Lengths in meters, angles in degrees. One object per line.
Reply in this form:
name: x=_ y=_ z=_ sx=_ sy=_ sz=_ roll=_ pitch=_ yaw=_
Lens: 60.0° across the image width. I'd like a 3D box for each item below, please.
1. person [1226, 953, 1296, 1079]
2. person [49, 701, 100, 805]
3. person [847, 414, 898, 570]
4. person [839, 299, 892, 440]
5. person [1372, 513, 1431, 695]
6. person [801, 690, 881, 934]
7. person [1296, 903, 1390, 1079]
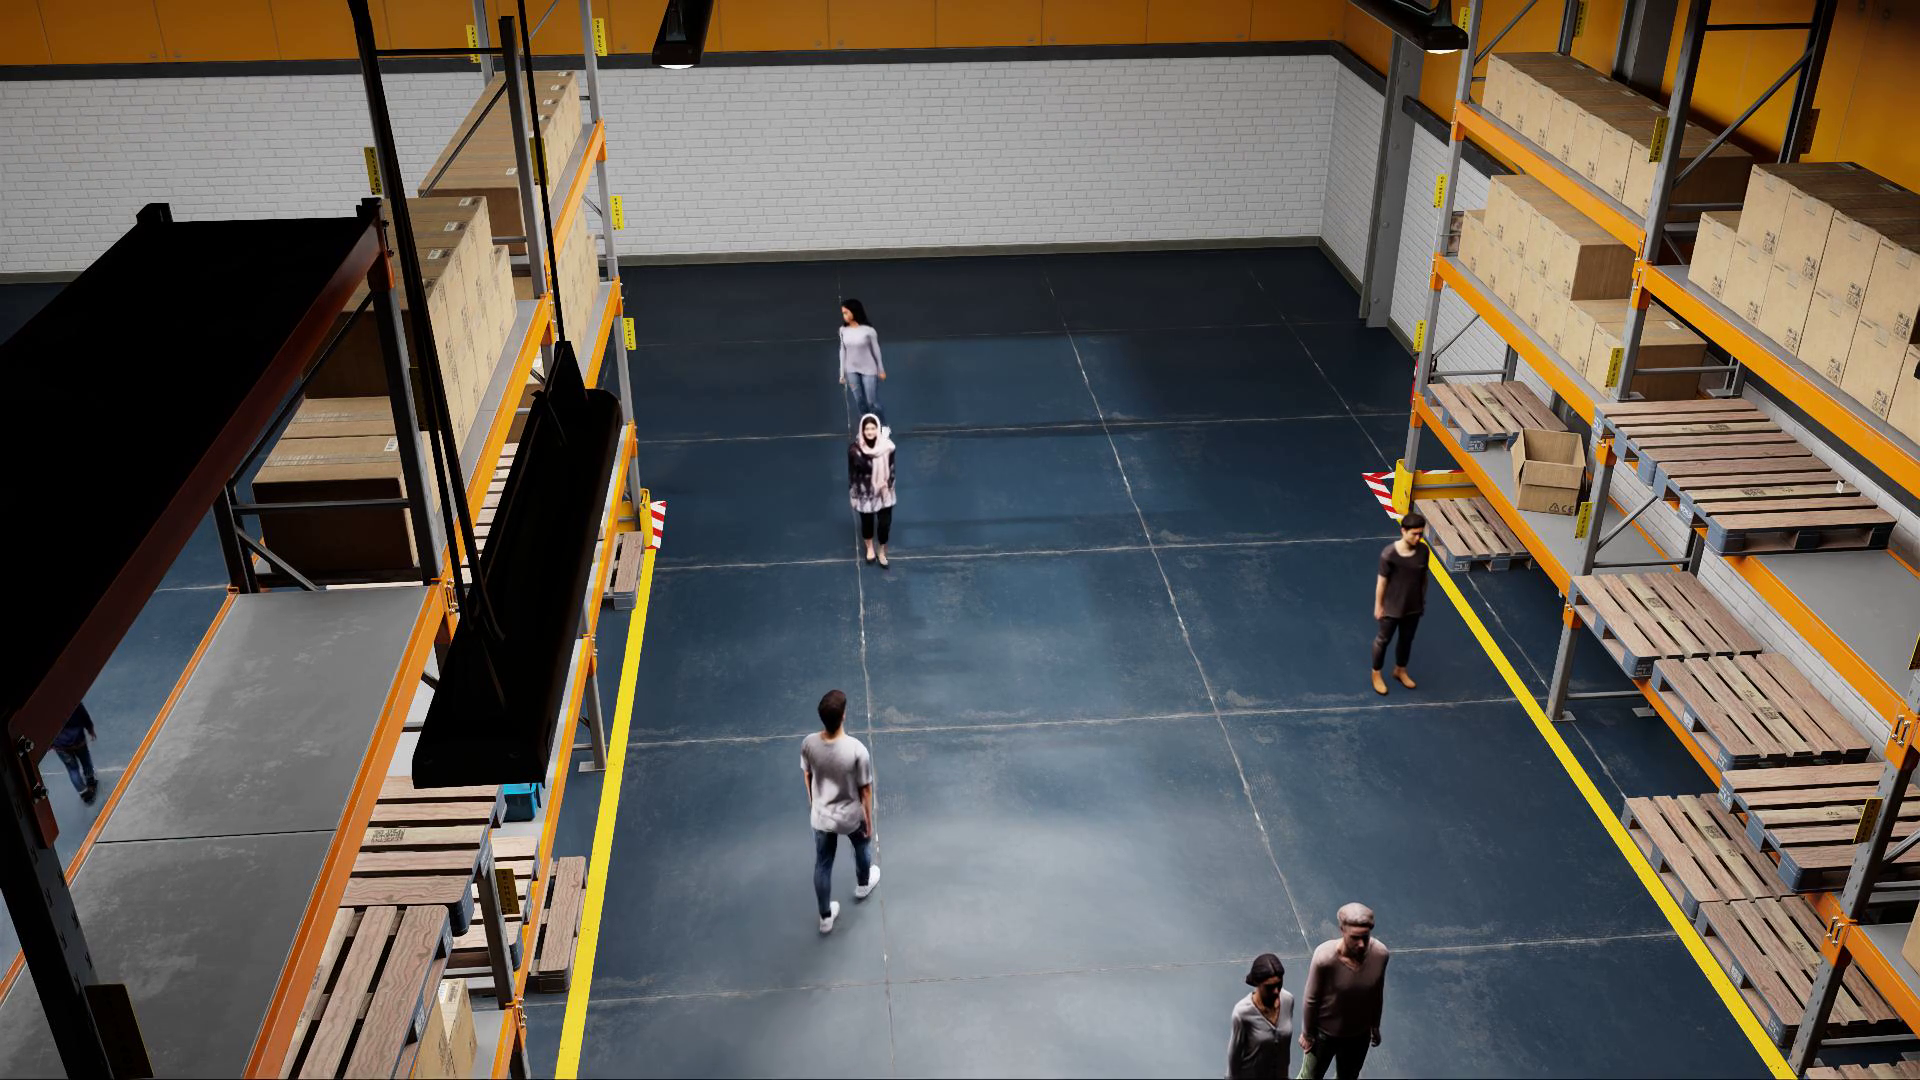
person: x=1.693 y=3.085 z=9.598 sx=0.652 sy=1.773 sz=0.638 roll=-13 pitch=31 yaw=-23
person: x=-6.975 y=1.548 z=13.001 sx=0.651 sy=1.212 sz=0.703 roll=-18 pitch=33 yaw=-30
person: x=-0.874 y=-0.528 z=16.378 sx=0.662 sy=1.622 sz=0.710 roll=-5 pitch=29 yaw=-10
person: x=-1.057 y=-1.927 z=18.856 sx=0.822 sy=1.707 sz=0.835 roll=6 pitch=29 yaw=10
person: x=3.803 y=0.517 z=14.368 sx=0.659 sy=1.713 sz=0.606 roll=-8 pitch=30 yaw=-14
person: x=-0.886 y=1.940 z=11.606 sx=0.897 sy=1.861 sz=1.055 roll=7 pitch=29 yaw=12
person: x=2.245 y=2.888 z=9.853 sx=0.701 sy=1.875 sz=0.639 roll=-6 pitch=29 yaw=-11
